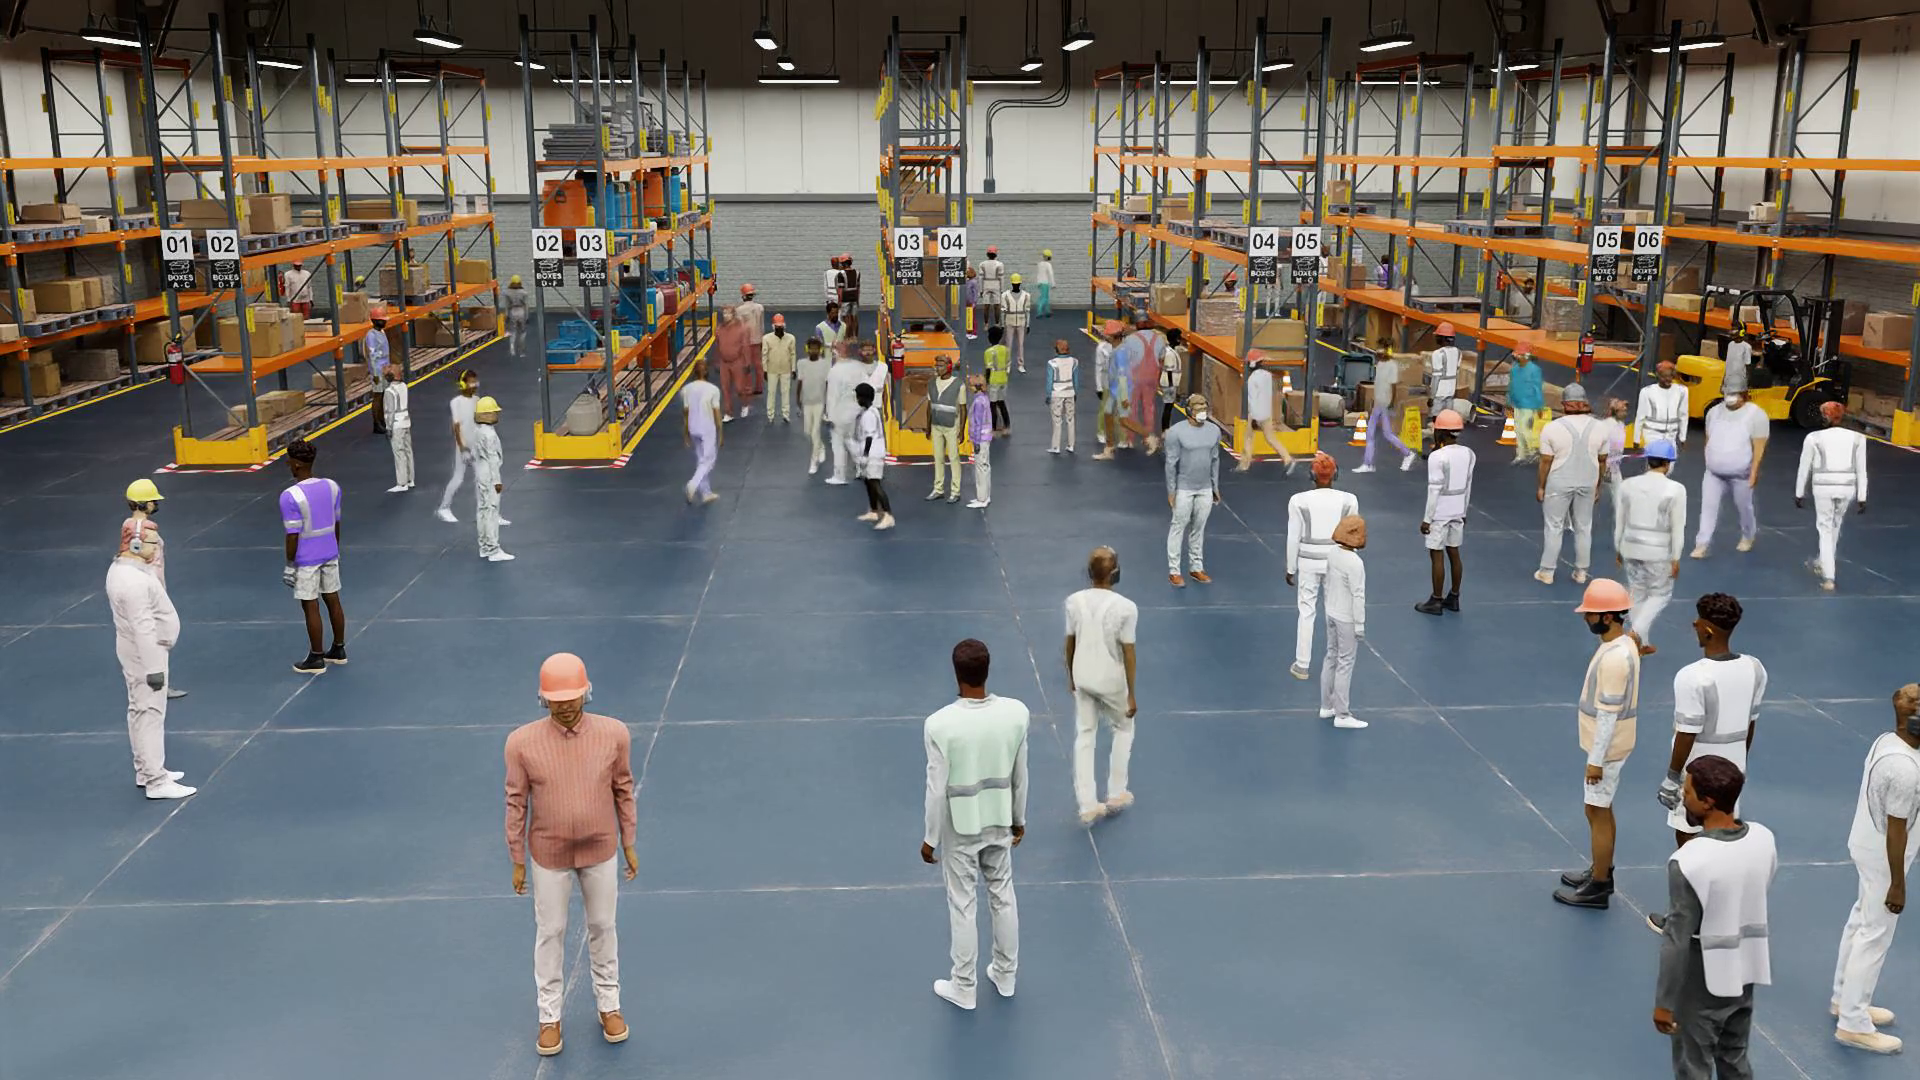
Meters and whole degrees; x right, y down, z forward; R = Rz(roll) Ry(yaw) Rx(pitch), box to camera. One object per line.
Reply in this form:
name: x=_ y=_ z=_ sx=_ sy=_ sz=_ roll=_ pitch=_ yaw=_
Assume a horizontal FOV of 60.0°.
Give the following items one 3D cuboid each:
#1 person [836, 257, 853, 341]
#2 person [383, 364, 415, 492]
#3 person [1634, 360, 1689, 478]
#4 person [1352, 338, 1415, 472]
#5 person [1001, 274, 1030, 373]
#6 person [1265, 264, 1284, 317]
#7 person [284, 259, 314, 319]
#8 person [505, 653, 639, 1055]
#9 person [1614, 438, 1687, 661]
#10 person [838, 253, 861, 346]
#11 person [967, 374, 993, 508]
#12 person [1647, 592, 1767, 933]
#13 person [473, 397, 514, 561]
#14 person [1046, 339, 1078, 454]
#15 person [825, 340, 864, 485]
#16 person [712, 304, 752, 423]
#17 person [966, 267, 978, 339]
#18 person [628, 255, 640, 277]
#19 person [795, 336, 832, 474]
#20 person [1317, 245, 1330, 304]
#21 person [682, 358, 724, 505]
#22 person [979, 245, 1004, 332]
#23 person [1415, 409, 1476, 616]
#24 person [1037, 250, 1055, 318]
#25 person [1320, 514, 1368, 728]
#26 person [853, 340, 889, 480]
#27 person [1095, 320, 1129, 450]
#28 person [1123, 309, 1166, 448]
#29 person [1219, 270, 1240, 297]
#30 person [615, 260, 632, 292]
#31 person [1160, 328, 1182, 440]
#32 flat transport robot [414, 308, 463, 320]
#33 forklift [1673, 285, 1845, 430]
person: x=-2.619 y=-5.462 z=37.744 sx=0.473 sy=1.892 sz=0.686 roll=6 pitch=14 yaw=23
person: x=-7.161 y=-1.432 z=21.195 sx=0.308 sy=1.641 sz=0.510 roll=1 pitch=13 yaw=5
person: x=8.384 y=-1.258 z=20.001 sx=0.602 sy=1.861 sz=0.647 roll=0 pitch=13 yaw=0
person: x=5.750 y=-1.807 z=22.378 sx=0.798 sy=1.839 sz=0.522 roll=-5 pitch=14 yaw=-19
person: x=1.082 y=-4.212 z=32.356 sx=0.588 sy=1.927 sz=0.365 roll=-2 pitch=13 yaw=-7
person: x=8.135 y=-6.603 z=43.098 sx=0.515 sy=1.641 sz=0.309 roll=6 pitch=15 yaw=26
person: x=-14.657 y=-5.326 z=36.951 sx=0.404 sy=1.983 sz=0.616 roll=13 pitch=18 yaw=43
person: x=-1.862 y=1.496 z=8.027 sx=0.626 sy=1.992 sz=0.387 roll=-5 pitch=14 yaw=-20
person: x=5.822 y=0.104 z=14.110 sx=0.636 sy=1.913 sz=0.628 roll=-11 pitch=17 yaw=-40
person: x=-2.479 y=-5.303 z=36.749 sx=0.605 sy=2.034 sz=0.390 roll=-12 pitch=18 yaw=-41
person: x=0.249 y=-1.207 z=20.261 sx=0.313 sy=1.634 sz=0.514 roll=2 pitch=13 yaw=7
person: x=4.103 y=1.245 z=9.150 sx=0.613 sy=1.963 sz=0.362 roll=-6 pitch=15 yaw=-25
person: x=-4.986 y=-0.655 z=17.679 sx=0.301 sy=1.745 sz=0.483 roll=-9 pitch=16 yaw=-33
person: x=1.465 y=-2.052 z=23.827 sx=0.512 sy=1.638 sz=0.307 roll=-6 pitch=15 yaw=-26
person: x=-1.490 y=-1.651 z=21.581 sx=0.478 sy=1.886 sz=0.669 roll=7 pitch=15 yaw=29
person: x=-3.627 y=-2.824 z=26.525 sx=0.661 sy=1.892 sz=0.498 roll=5 pitch=14 yaw=20
person: x=0.233 y=-5.433 z=38.153 sx=0.280 sy=1.634 sz=0.498 roll=-7 pitch=15 yaw=-26
person: x=-8.516 y=-6.777 z=43.590 sx=0.334 sy=1.749 sz=0.576 roll=-2 pitch=13 yaw=-7
person: x=-1.967 y=-1.861 z=22.607 sx=0.531 sy=1.842 sz=0.747 roll=3 pitch=14 yaw=12
person: x=9.273 y=-6.595 z=42.575 sx=0.568 sy=1.878 sz=0.362 roll=-12 pitch=18 yaw=-42
person: x=-3.154 y=-1.297 z=20.241 sx=0.516 sy=1.821 sz=0.744 roll=6 pitch=15 yaw=24
person: x=0.758 y=-5.965 z=39.532 sx=0.607 sy=2.044 sz=0.372 roll=3 pitch=14 yaw=13
person: x=4.530 y=-0.260 z=15.594 sx=0.553 sy=1.933 sz=0.368 roll=-8 pitch=16 yaw=-31
person: x=2.273 y=-6.603 z=42.890 sx=0.772 sy=1.734 sz=0.546 roll=-8 pitch=15 yaw=-30
person: x=2.922 y=0.604 z=12.583 sx=0.280 sy=1.633 sz=0.502 roll=-3 pitch=14 yaw=-13
person: x=-1.221 y=-1.731 z=22.017 sx=0.564 sy=1.846 sz=0.389 roll=-4 pitch=14 yaw=-16
person: x=2.233 y=-2.293 z=24.363 sx=0.612 sy=1.882 sz=0.967 roll=-4 pitch=14 yaw=-15
person: x=2.634 y=-2.369 z=24.305 sx=0.690 sy=2.000 sz=0.535 roll=-6 pitch=14 yaw=-23
person: x=5.104 y=-4.090 z=31.588 sx=0.615 sy=2.041 sz=0.386 roll=11 pitch=17 yaw=38
person: x=-7.540 y=-5.404 z=37.405 sx=0.386 sy=1.924 sz=0.594 roll=-7 pitch=15 yaw=-27
person: x=3.156 y=-2.337 z=24.927 sx=0.319 sy=1.689 sz=0.539 roll=2 pitch=13 yaw=10
flat transport robot: x=-13.361 y=-5.755 z=42.439 sx=0.652 sy=0.197 sz=1.431 roll=4 pitch=14 yaw=15
forklift: x=12.503 y=-2.886 z=26.166 sx=2.313 sy=2.155 sz=1.214 roll=-1 pitch=13 yaw=-3
